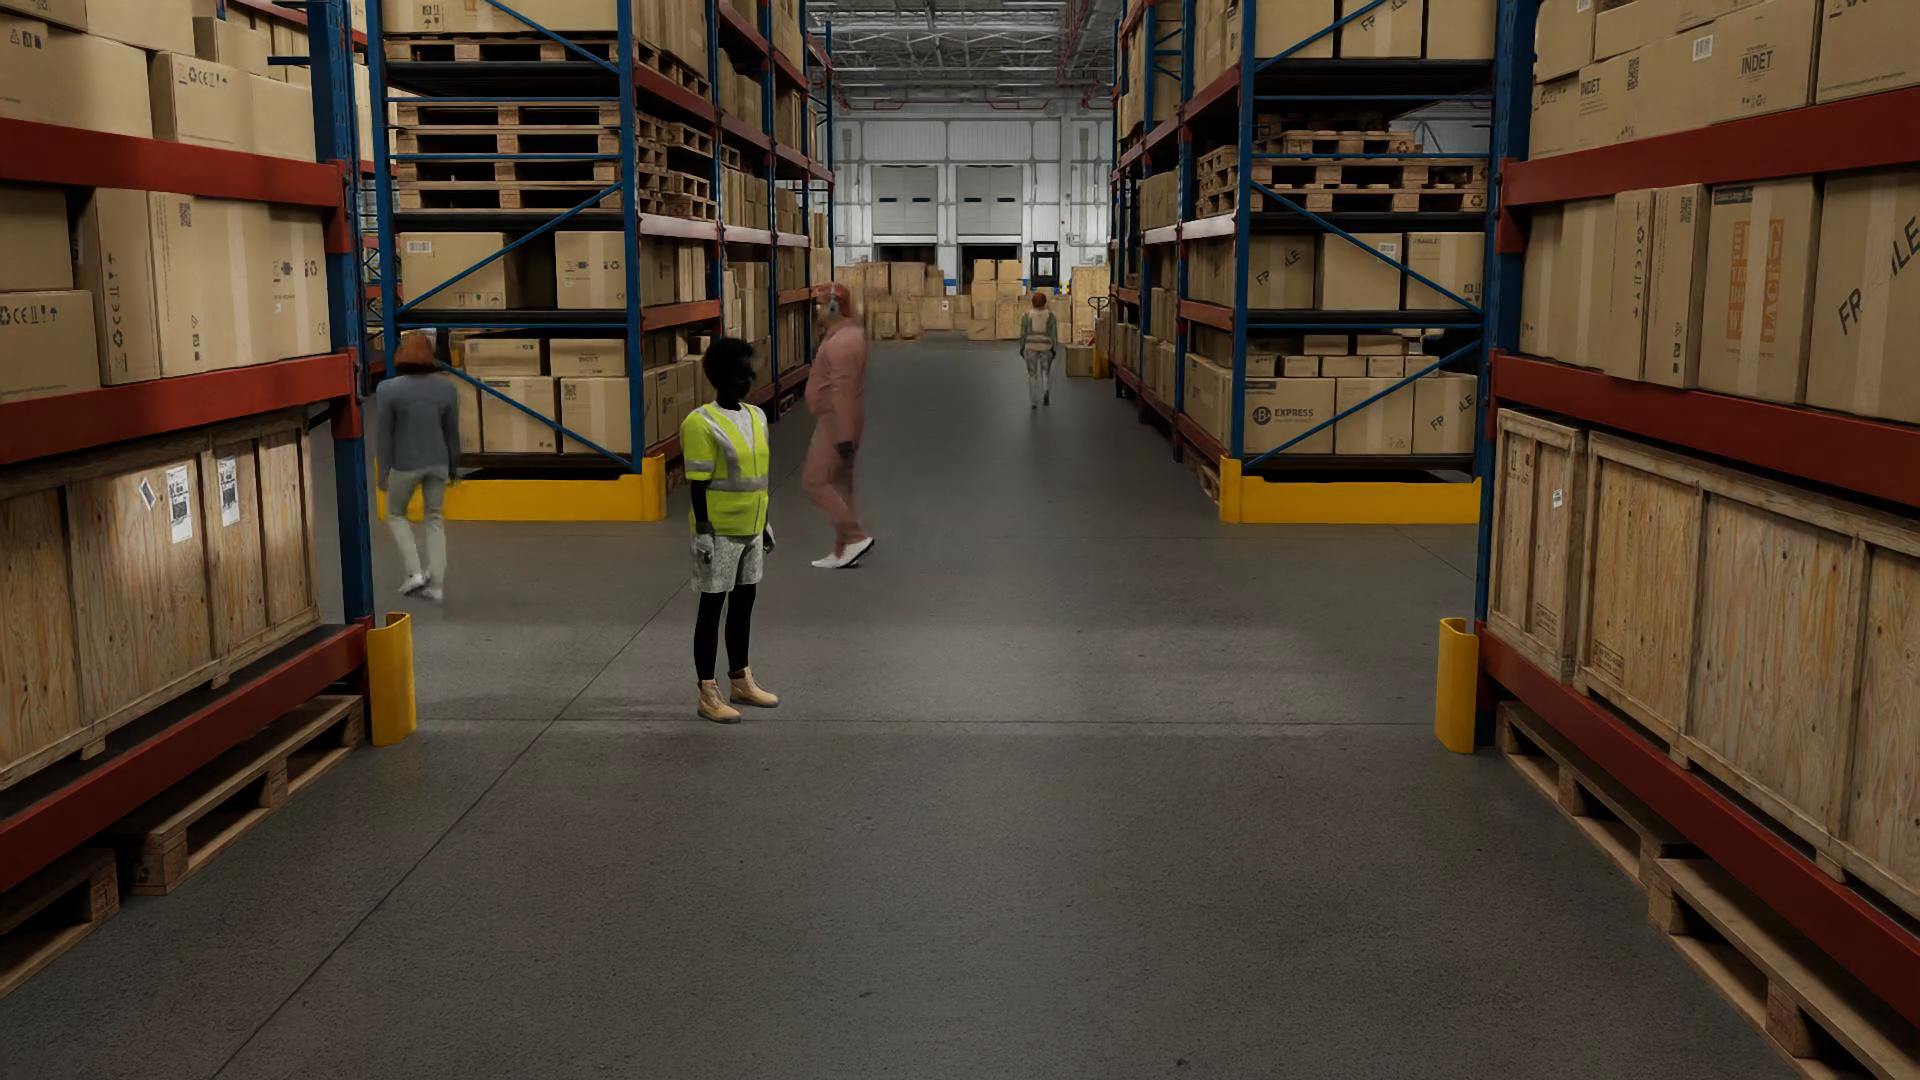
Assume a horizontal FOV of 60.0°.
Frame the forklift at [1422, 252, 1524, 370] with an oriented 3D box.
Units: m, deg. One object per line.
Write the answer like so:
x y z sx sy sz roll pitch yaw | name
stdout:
6.447 -2.827 20.495 1.129 2.768 1.873 0 9 1 | forklift

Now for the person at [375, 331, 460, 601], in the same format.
-3.240 -0.432 9.934 0.526 1.613 0.403 -7 12 -37 | person

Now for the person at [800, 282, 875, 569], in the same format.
-0.827 -0.732 10.898 0.436 1.891 0.652 1 10 6 | person

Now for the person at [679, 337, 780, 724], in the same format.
-1.017 -0.050 7.397 0.318 1.699 0.535 5 11 29 | person

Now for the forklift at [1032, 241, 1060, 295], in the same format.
3.186 -9.767 62.067 1.129 2.768 1.873 0 9 1 | forklift

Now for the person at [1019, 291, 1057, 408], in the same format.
1.086 -2.667 23.331 0.518 1.616 0.681 0 9 -2 | person

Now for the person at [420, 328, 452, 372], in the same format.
-6.160 -2.198 19.607 0.387 1.919 0.594 -7 12 -37 | person
